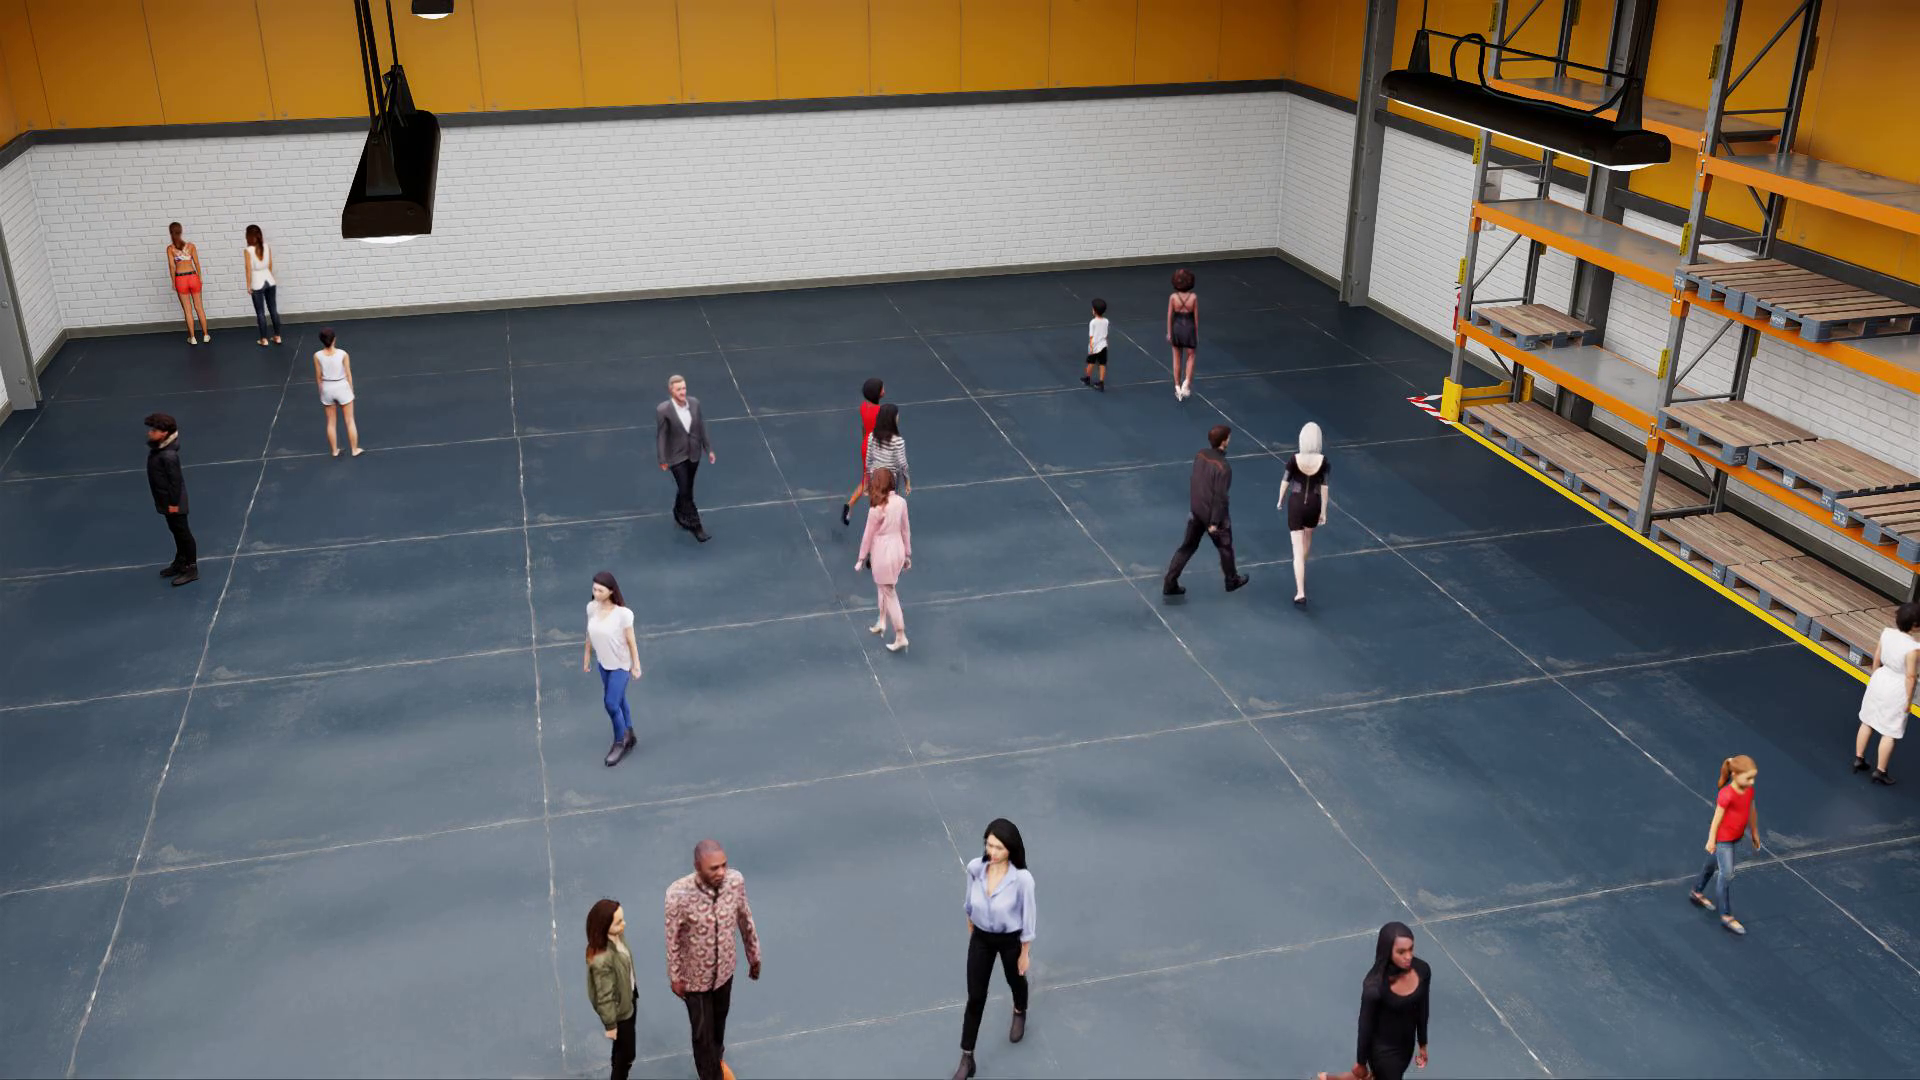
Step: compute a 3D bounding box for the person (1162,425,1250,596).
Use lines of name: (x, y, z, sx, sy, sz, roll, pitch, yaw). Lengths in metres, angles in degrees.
person: (2.356, -0.235, 16.335, 1.027, 1.793, 1.217, -14, 27, -29)

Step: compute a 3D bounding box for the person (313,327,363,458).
person: (-7.545, -1.790, 20.121, 0.573, 1.610, 0.528, -4, 24, -8)

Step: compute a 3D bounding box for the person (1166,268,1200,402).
person: (2.943, -2.672, 21.930, 0.694, 1.777, 0.729, 3, 24, 8)

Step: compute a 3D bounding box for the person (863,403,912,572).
person: (-0.820, -0.488, 16.952, 0.927, 1.761, 0.961, 15, 28, 30)

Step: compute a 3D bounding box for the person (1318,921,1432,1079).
person: (2.365, 2.851, 9.402, 0.860, 1.690, 1.182, -15, 28, -30)

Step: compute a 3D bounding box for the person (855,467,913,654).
person: (-0.600, 0.226, 15.298, 0.955, 1.778, 0.860, 19, 30, 37)

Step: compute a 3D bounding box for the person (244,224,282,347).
person: (-10.176, -3.736, 24.356, 0.730, 1.783, 0.690, 17, 29, 34)

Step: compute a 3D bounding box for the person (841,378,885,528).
person: (-0.971, -0.884, 17.904, 0.920, 1.725, 0.989, -21, 31, -39)

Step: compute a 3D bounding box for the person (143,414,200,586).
person: (-7.976, -0.443, 16.824, 0.784, 1.781, 0.692, -19, 30, -37)

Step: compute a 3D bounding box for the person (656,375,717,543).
person: (-3.005, -0.916, 17.894, 1.073, 1.792, 1.297, -20, 31, -38)

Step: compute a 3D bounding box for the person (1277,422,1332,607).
person: (3.388, -0.209, 16.294, 0.883, 1.777, 1.248, 0, 24, 0)

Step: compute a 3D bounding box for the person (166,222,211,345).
person: (-11.357, -3.778, 24.444, 0.648, 1.789, 0.627, -15, 28, -30)

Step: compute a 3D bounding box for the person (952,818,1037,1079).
person: (0.293, 2.462, 10.278, 1.053, 1.703, 1.157, 10, 26, 22)

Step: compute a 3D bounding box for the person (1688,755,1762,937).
person: (5.347, 2.056, 11.714, 0.624, 1.295, 0.806, -15, 28, -31)

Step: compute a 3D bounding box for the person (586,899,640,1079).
person: (-2.055, 2.752, 9.898, 0.709, 1.476, 0.577, 1, 24, 1)

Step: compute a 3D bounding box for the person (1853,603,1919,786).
person: (7.443, 1.221, 13.306, 0.617, 1.551, 0.458, -7, 25, -16)

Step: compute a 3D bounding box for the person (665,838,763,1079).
person: (-1.558, 2.527, 10.028, 0.898, 1.783, 1.045, -16, 28, -32)

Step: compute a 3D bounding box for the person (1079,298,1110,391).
person: (1.905, -2.626, 22.494, 0.587, 1.240, 0.759, -12, 26, -25)

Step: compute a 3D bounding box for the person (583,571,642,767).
person: (-2.772, 1.008, 13.648, 0.813, 1.666, 0.874, 14, 27, 29)
